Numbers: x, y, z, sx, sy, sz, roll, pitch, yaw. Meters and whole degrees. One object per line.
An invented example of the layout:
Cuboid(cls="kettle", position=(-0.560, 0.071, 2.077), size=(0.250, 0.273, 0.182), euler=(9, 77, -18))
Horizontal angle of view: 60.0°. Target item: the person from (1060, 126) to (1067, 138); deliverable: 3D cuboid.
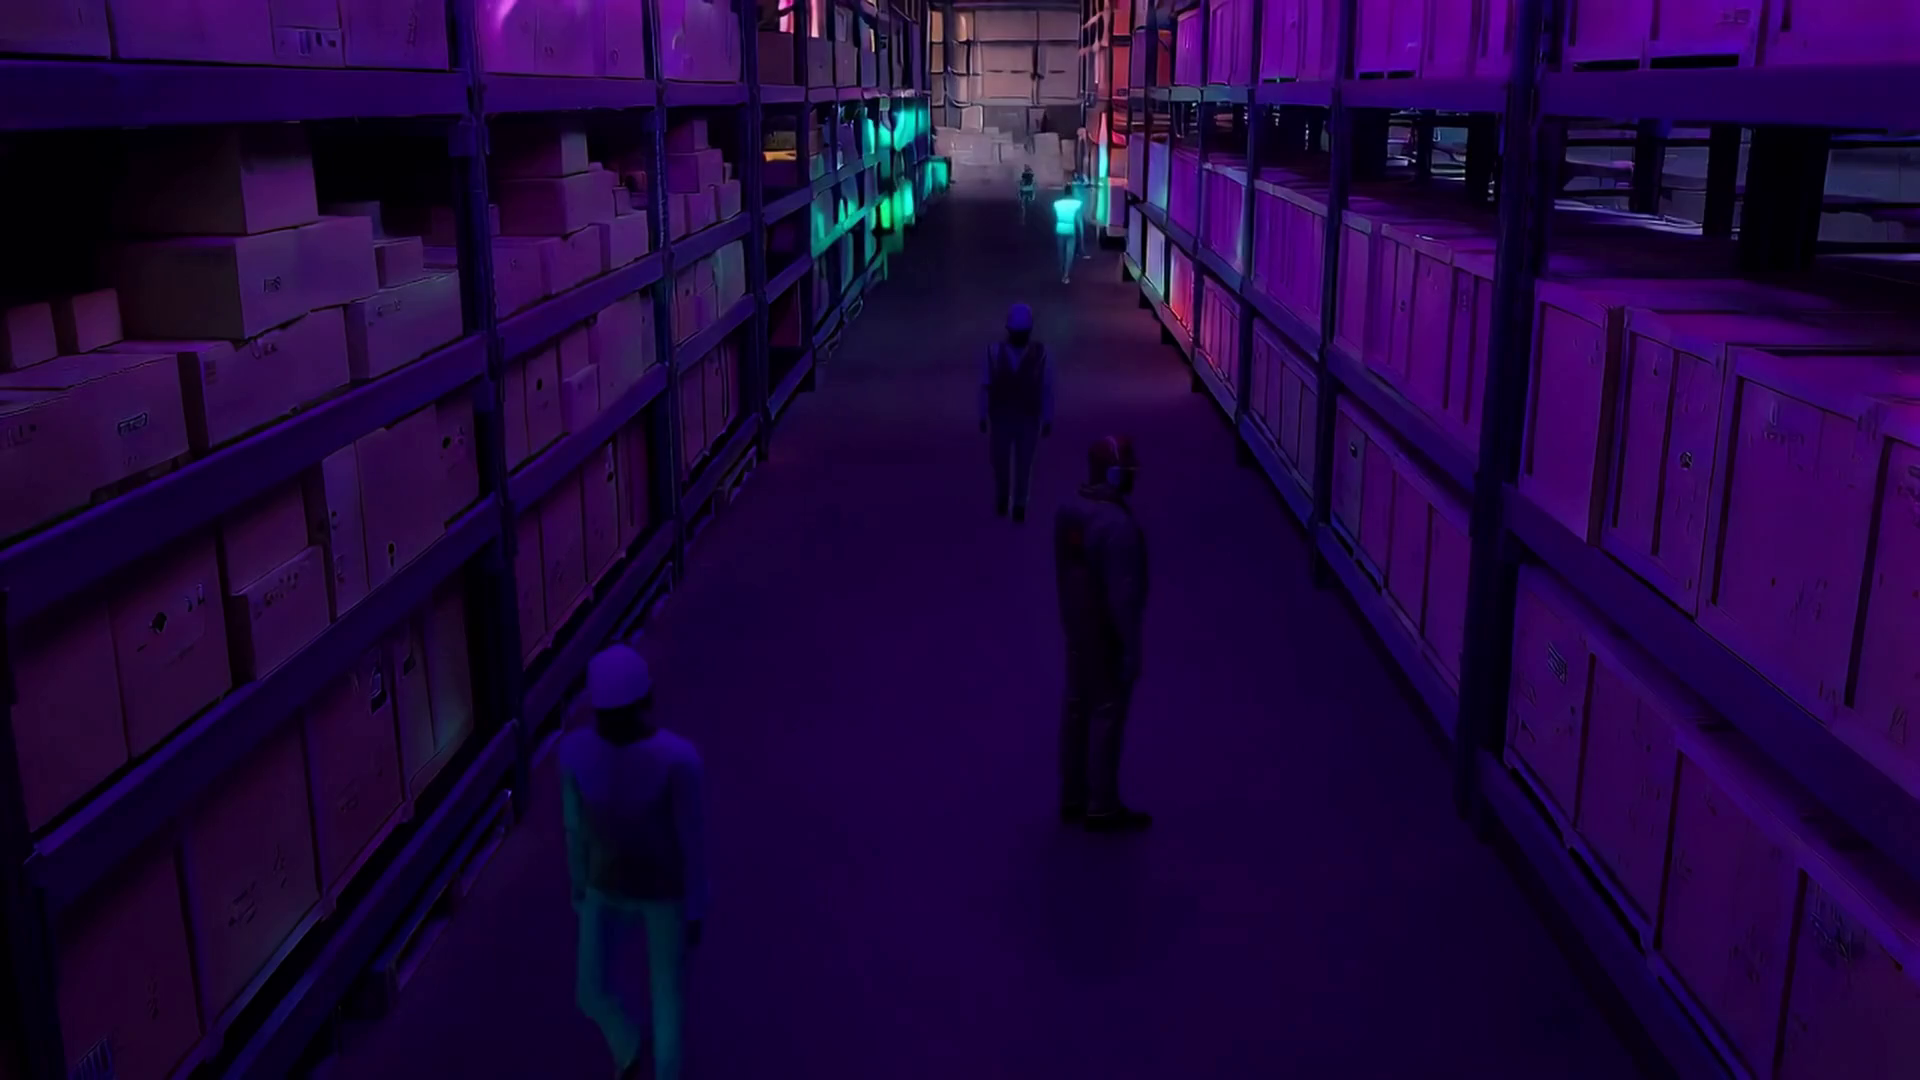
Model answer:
Cuboid(cls="person", position=(4.943, -19.299, 81.486), size=(0.574, 1.884, 0.356), euler=(0, 15, -1))

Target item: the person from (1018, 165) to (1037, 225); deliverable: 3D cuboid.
Cuboid(cls="person", position=(1.806, -9.312, 44.853), size=(0.521, 1.604, 0.782), euler=(2, 15, 6))

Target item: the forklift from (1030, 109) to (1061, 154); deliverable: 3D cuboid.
Cuboid(cls="forklift", position=(3.777, -16.764, 70.163), size=(1.129, 2.768, 1.873), euler=(-9, 18, -31))

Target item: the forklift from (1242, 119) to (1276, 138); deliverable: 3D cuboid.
Cuboid(cls="forklift", position=(7.750, -9.669, 43.765), size=(1.129, 2.768, 1.873), euler=(0, 15, 2))

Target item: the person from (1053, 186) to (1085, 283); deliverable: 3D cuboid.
Cuboid(cls="person", position=(2.024, -5.716, 31.138), size=(0.573, 1.798, 0.940), euler=(4, 16, 16))

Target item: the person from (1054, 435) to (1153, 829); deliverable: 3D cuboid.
Cuboid(cls="person", position=(0.708, 0.436, 8.017), size=(0.399, 1.907, 0.644), euler=(-6, 16, -23))

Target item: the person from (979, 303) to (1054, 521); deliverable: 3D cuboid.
Cuboid(cls="person", position=(0.465, -1.045, 13.692), size=(0.628, 1.814, 0.427), euler=(2, 15, 6))

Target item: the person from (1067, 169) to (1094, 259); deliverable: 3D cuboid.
Cuboid(cls="person", position=(2.539, -6.973, 35.618), size=(0.636, 1.899, 0.397), euler=(7, 16, 24))

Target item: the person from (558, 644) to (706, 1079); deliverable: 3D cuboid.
Cuboid(cls="person", position=(-1.086, 1.176, 5.565), size=(0.531, 1.754, 0.385), euler=(2, 15, 9))

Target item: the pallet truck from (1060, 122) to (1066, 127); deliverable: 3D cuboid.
Cuboid(cls="pallet truck", position=(5.788, -21.111, 88.014), size=(1.885, 1.965, 0.823), euler=(5, 16, 18))
